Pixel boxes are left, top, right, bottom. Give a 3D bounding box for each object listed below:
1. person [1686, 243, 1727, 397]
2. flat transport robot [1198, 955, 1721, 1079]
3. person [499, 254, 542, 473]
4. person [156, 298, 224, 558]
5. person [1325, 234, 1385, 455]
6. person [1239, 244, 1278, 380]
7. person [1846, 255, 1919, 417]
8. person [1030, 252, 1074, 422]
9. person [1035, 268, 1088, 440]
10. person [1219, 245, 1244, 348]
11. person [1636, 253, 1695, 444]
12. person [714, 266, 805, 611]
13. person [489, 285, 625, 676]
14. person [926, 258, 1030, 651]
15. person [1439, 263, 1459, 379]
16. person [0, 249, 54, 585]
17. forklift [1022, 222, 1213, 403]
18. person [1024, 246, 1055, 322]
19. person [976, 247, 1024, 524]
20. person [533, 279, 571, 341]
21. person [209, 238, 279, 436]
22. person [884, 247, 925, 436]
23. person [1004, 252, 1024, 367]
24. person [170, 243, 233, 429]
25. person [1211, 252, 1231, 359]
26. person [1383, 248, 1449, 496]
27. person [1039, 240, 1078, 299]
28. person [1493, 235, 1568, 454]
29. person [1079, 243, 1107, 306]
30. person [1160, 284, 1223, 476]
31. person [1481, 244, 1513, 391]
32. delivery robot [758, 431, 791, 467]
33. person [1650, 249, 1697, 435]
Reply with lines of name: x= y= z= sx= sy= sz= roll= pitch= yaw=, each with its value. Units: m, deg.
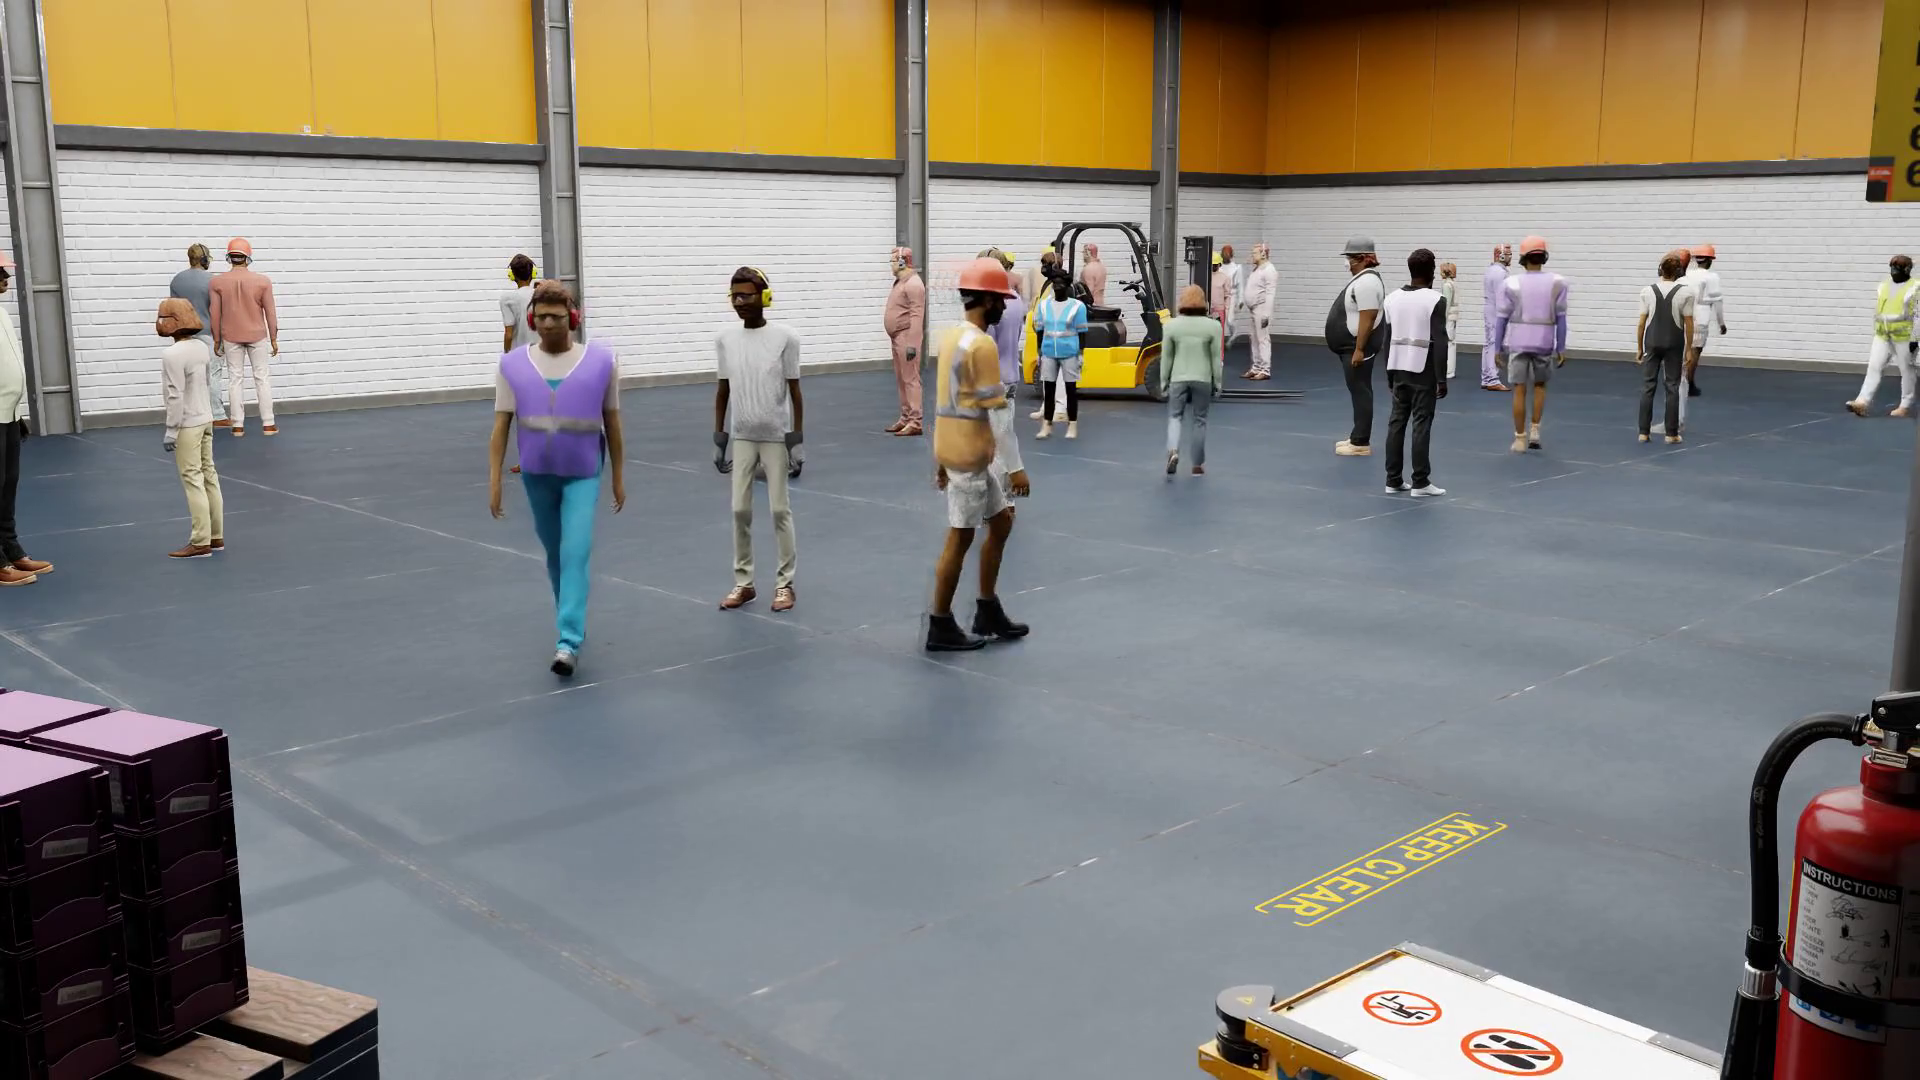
person: x=9.320 y=-2.759 z=20.929 sx=0.596 sy=1.911 sz=0.567 roll=-4 pitch=11 yaw=-22
flat transport robot: x=1.281 y=1.235 z=3.640 sx=0.652 sy=0.197 sz=1.431 roll=-9 pitch=14 yaw=-41
person: x=-3.685 y=-1.492 z=14.170 sx=0.521 sy=1.864 sz=0.335 roll=-10 pitch=14 yaw=-42
person: x=-4.868 y=-0.703 z=10.489 sx=0.284 sy=1.633 sz=0.497 roll=0 pitch=10 yaw=-1
person: x=3.648 y=-1.808 z=15.403 sx=0.536 sy=2.000 sz=0.688 roll=3 pitch=11 yaw=14
person: x=4.196 y=-3.191 z=23.346 sx=0.404 sy=1.900 sz=0.691 roll=-2 pitch=11 yaw=-11
person: x=10.316 y=-2.243 z=18.434 sx=0.927 sy=1.794 sz=0.654 roll=-5 pitch=12 yaw=-27
person: x=1.001 y=-2.211 z=18.146 sx=0.429 sy=1.844 sz=0.626 roll=-4 pitch=11 yaw=-21
person: x=0.993 y=-1.836 z=16.492 sx=0.540 sy=1.695 sz=0.317 roll=4 pitch=11 yaw=23
person: x=4.642 y=-4.210 z=28.985 sx=0.627 sy=1.863 sz=0.551 roll=4 pitch=11 yaw=19
person: x=6.848 y=-1.850 z=16.166 sx=0.514 sy=1.844 sz=0.333 roll=7 pitch=12 yaw=33
person: x=-1.084 y=-0.539 z=8.986 sx=0.523 sy=1.863 sz=0.326 roll=3 pitch=11 yaw=16
person: x=-1.894 y=-0.290 z=7.802 sx=0.593 sy=1.786 sz=0.987 roll=0 pitch=10 yaw=-3
person: x=0.132 y=-0.403 z=8.093 sx=0.711 sy=1.906 sz=0.570 roll=-2 pitch=11 yaw=-11
person: x=6.887 y=-3.090 z=23.496 sx=0.310 sy=1.636 sz=0.523 roll=5 pitch=12 yaw=27
person: x=-5.622 y=-0.739 z=9.694 sx=0.375 sy=1.997 sz=0.611 roll=-2 pitch=11 yaw=-11
forklift: x=1.935 y=-2.847 z=20.651 sx=2.313 sy=2.155 sz=1.214 roll=2 pitch=11 yaw=13
person: x=1.252 y=-3.345 z=24.330 sx=0.596 sy=1.882 sz=1.010 roll=6 pitch=12 yaw=32
person: x=0.225 y=-1.079 z=11.707 sx=0.372 sy=1.940 sz=0.632 roll=5 pitch=11 yaw=25
person: x=-3.632 y=-1.491 z=14.767 sx=0.514 sy=1.641 sz=0.308 roll=7 pitch=13 yaw=35
person: x=-7.228 y=-2.045 z=16.821 sx=0.624 sy=1.992 sz=0.390 roll=-4 pitch=11 yaw=-19
person: x=-0.575 y=-2.009 z=16.872 sx=0.404 sy=1.903 sz=0.652 roll=-3 pitch=11 yaw=-16
person: x=0.733 y=-3.547 z=25.635 sx=0.523 sy=1.769 sz=0.323 roll=3 pitch=11 yaw=18
person: x=-7.914 y=-2.123 z=17.399 sx=0.636 sy=1.938 sz=0.355 roll=3 pitch=11 yaw=16
person: x=3.907 y=-3.542 z=25.630 sx=0.522 sy=1.763 sz=0.320 roll=4 pitch=11 yaw=21
person: x=3.537 y=-1.297 z=12.948 sx=0.391 sy=1.920 sz=0.593 roll=-7 pitch=13 yaw=-35
person: x=1.484 y=-3.594 z=25.357 sx=0.620 sy=1.950 sz=0.562 roll=0 pitch=10 yaw=0
person: x=5.282 y=-1.810 z=15.459 sx=0.631 sy=2.021 sz=0.539 roll=2 pitch=11 yaw=9
person: x=1.957 y=-3.498 z=24.985 sx=0.403 sy=1.906 sz=0.651 roll=5 pitch=12 yaw=25
person: x=1.927 y=-1.314 z=13.854 sx=0.519 sy=1.623 sz=0.561 roll=2 pitch=11 yaw=13
person: x=7.046 y=-2.902 z=21.731 sx=0.407 sy=1.910 sz=0.639 roll=1 pitch=10 yaw=5
delivery robot: x=-1.647 y=-0.874 z=14.109 sx=0.477 sy=0.478 sz=0.707 roll=-3 pitch=11 yaw=-15
person: x=7.310 y=-2.016 z=16.966 sx=0.338 sy=1.883 sz=0.582 roll=8 pitch=13 yaw=36
